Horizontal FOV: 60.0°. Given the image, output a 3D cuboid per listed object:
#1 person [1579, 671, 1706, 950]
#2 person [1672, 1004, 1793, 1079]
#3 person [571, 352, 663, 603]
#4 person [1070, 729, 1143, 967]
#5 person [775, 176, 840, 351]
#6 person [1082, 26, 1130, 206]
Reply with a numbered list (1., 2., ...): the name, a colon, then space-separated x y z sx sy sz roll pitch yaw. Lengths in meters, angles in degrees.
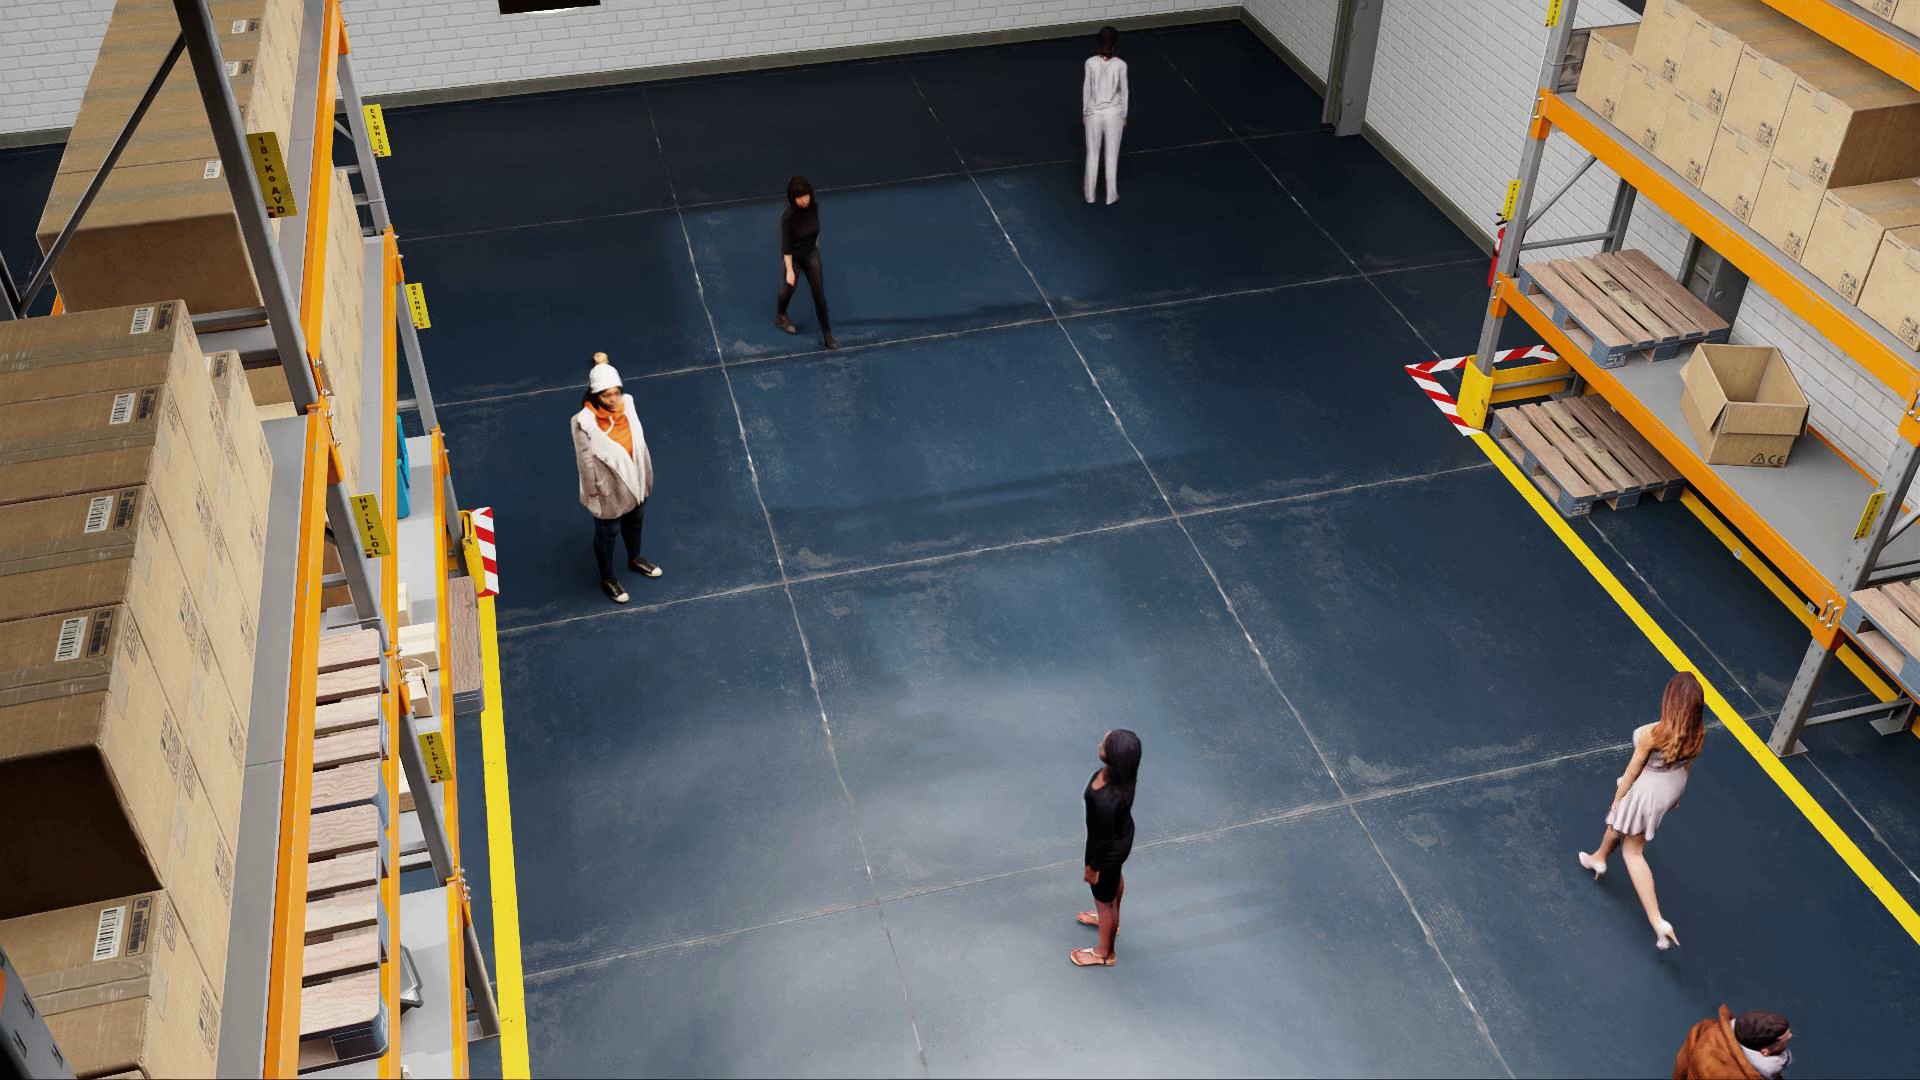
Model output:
1. person: 3.813 1.493 9.119 0.550 1.739 1.096 -11 40 -13
2. person: 3.382 2.715 7.510 0.778 1.838 0.639 -6 39 -8
3. person: -2.379 -0.453 11.431 0.871 1.894 0.825 24 44 27
4. person: 0.794 1.637 8.954 0.747 1.720 0.619 9 39 11
5. person: -1.405 -2.412 14.120 0.889 1.600 1.135 -31 48 -33
6. person: 1.395 -4.098 16.093 0.675 1.773 0.683 9 39 11
